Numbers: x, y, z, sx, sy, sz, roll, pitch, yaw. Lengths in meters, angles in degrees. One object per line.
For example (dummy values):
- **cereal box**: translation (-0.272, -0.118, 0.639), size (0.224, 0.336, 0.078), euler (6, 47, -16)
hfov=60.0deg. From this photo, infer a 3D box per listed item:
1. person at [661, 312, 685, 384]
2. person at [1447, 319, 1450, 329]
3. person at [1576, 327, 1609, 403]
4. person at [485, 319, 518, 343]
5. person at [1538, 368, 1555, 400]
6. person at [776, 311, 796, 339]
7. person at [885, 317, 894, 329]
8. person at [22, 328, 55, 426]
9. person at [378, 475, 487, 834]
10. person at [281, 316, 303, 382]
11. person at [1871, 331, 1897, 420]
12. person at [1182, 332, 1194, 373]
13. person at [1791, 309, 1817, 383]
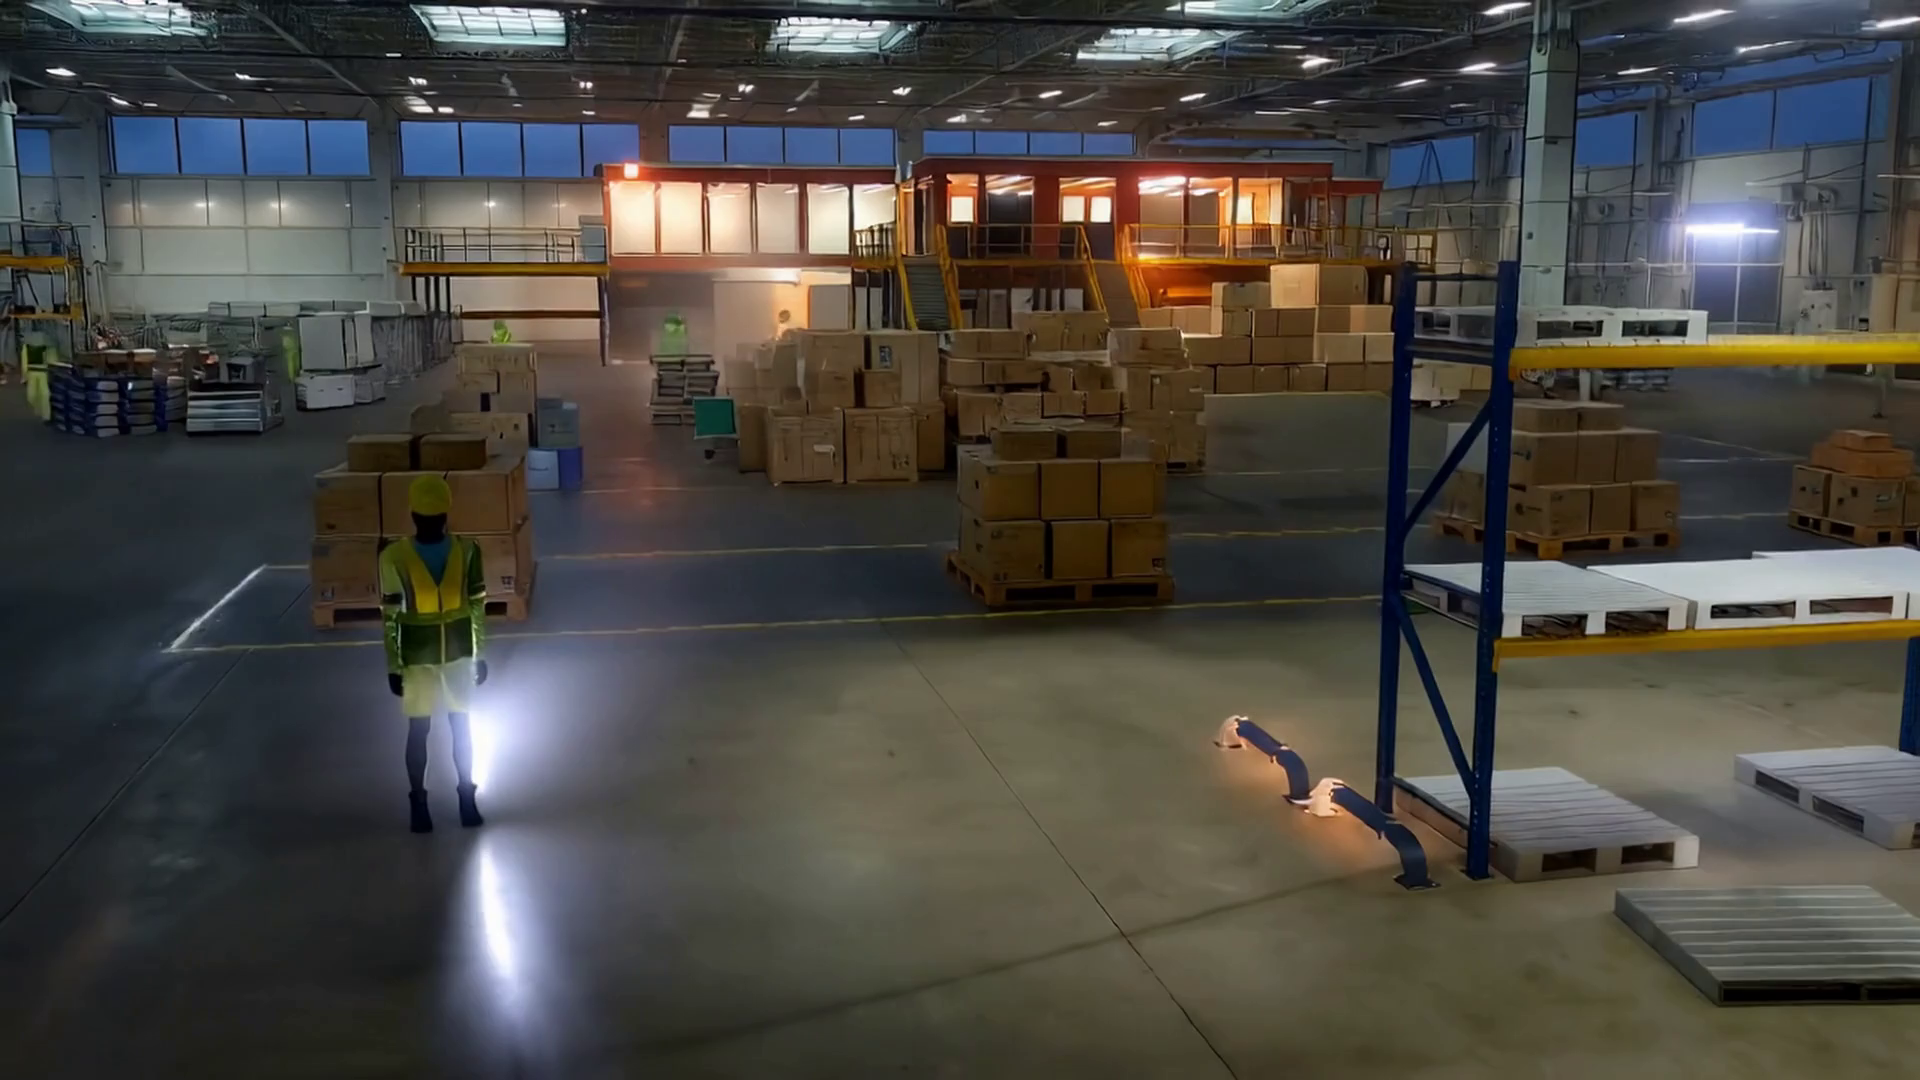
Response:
- **person**: translation (-7.277, -4.859, 42.294), size (0.594, 1.876, 0.612), euler (-5, 10, -26)
- **person**: translation (13.574, -5.461, 45.739), size (0.389, 1.949, 0.604), euler (-4, 10, -24)
- **person**: translation (12.873, -3.434, 33.853), size (0.634, 1.814, 0.835), euler (4, 10, 25)
- **person**: translation (-9.024, -3.370, 32.716), size (0.720, 2.000, 1.014), euler (0, 9, 2)
- **person**: translation (11.825, -3.336, 33.561), size (0.317, 1.696, 0.538), euler (2, 10, 12)
- **person**: translation (-3.995, -4.354, 38.899), size (0.396, 1.989, 0.766), euler (5, 11, 29)
- **person**: translation (-1.623, -4.041, 37.247), size (0.638, 1.899, 1.010), euler (-7, 12, -36)
- **person**: translation (-17.381, -3.071, 31.409), size (0.602, 1.868, 0.452), euler (-1, 9, -8)
- **person**: translation (-2.778, 0.608, 8.835), size (0.539, 1.929, 0.397), euler (-5, 11, -29)
- **person**: translation (-17.234, -4.895, 42.915), size (0.527, 1.751, 0.515), euler (-5, 11, -29)
- **person**: translation (18.142, -3.203, 32.555), size (0.555, 1.745, 0.551), euler (-3, 10, -16)
- **person**: translation (4.031, -2.924, 30.597), size (0.532, 1.852, 0.781), euler (0, 9, -2)
- **person**: translation (21.863, -5.018, 43.098), size (0.583, 1.917, 0.956), euler (2, 10, 13)
